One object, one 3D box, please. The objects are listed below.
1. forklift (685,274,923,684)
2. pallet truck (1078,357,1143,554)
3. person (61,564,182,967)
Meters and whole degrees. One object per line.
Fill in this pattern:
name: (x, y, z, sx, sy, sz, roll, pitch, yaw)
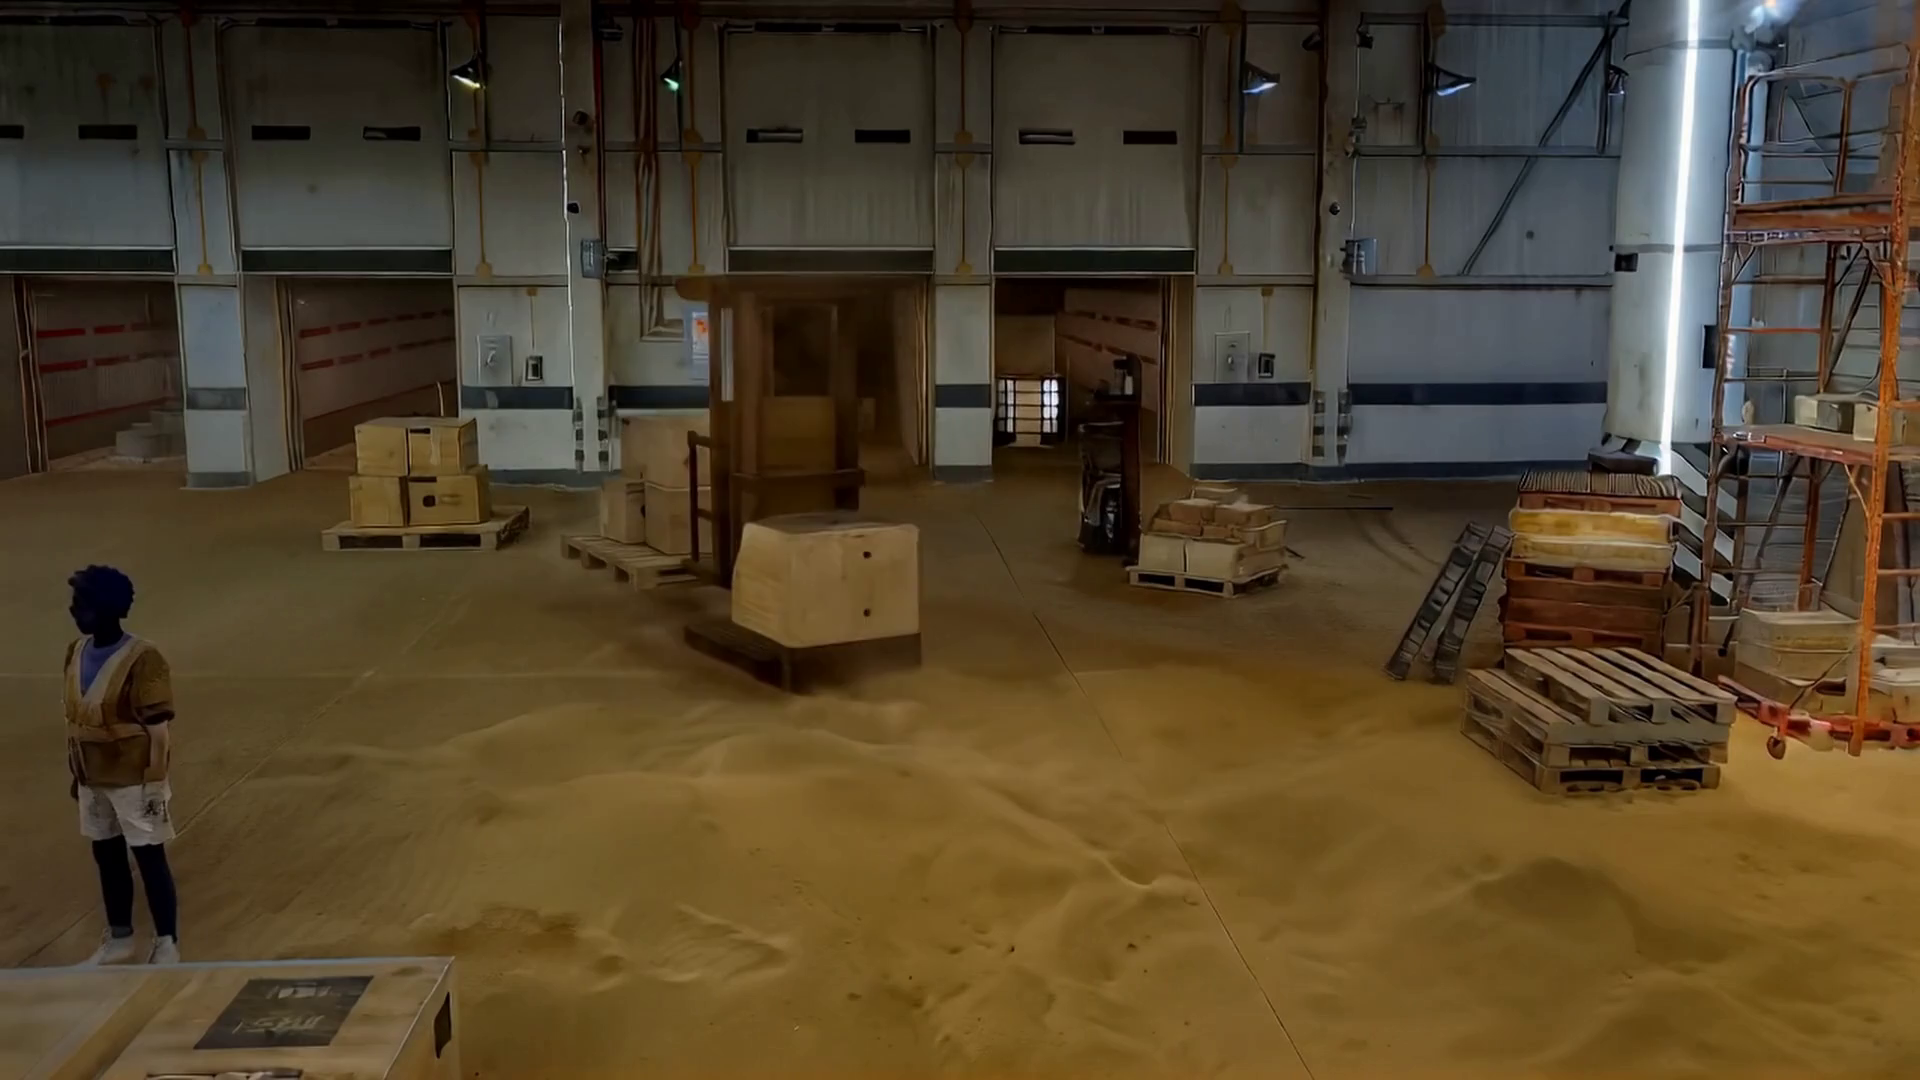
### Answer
forklift: (-1.151, -0.522, 12.024, 1.129, 2.768, 1.873, -5, 10, -30)
pallet truck: (2.088, -0.836, 16.757, 1.885, 1.965, 0.823, 2, 9, 13)
person: (-3.342, 0.933, 6.593, 0.540, 1.696, 0.316, 4, 10, 24)
